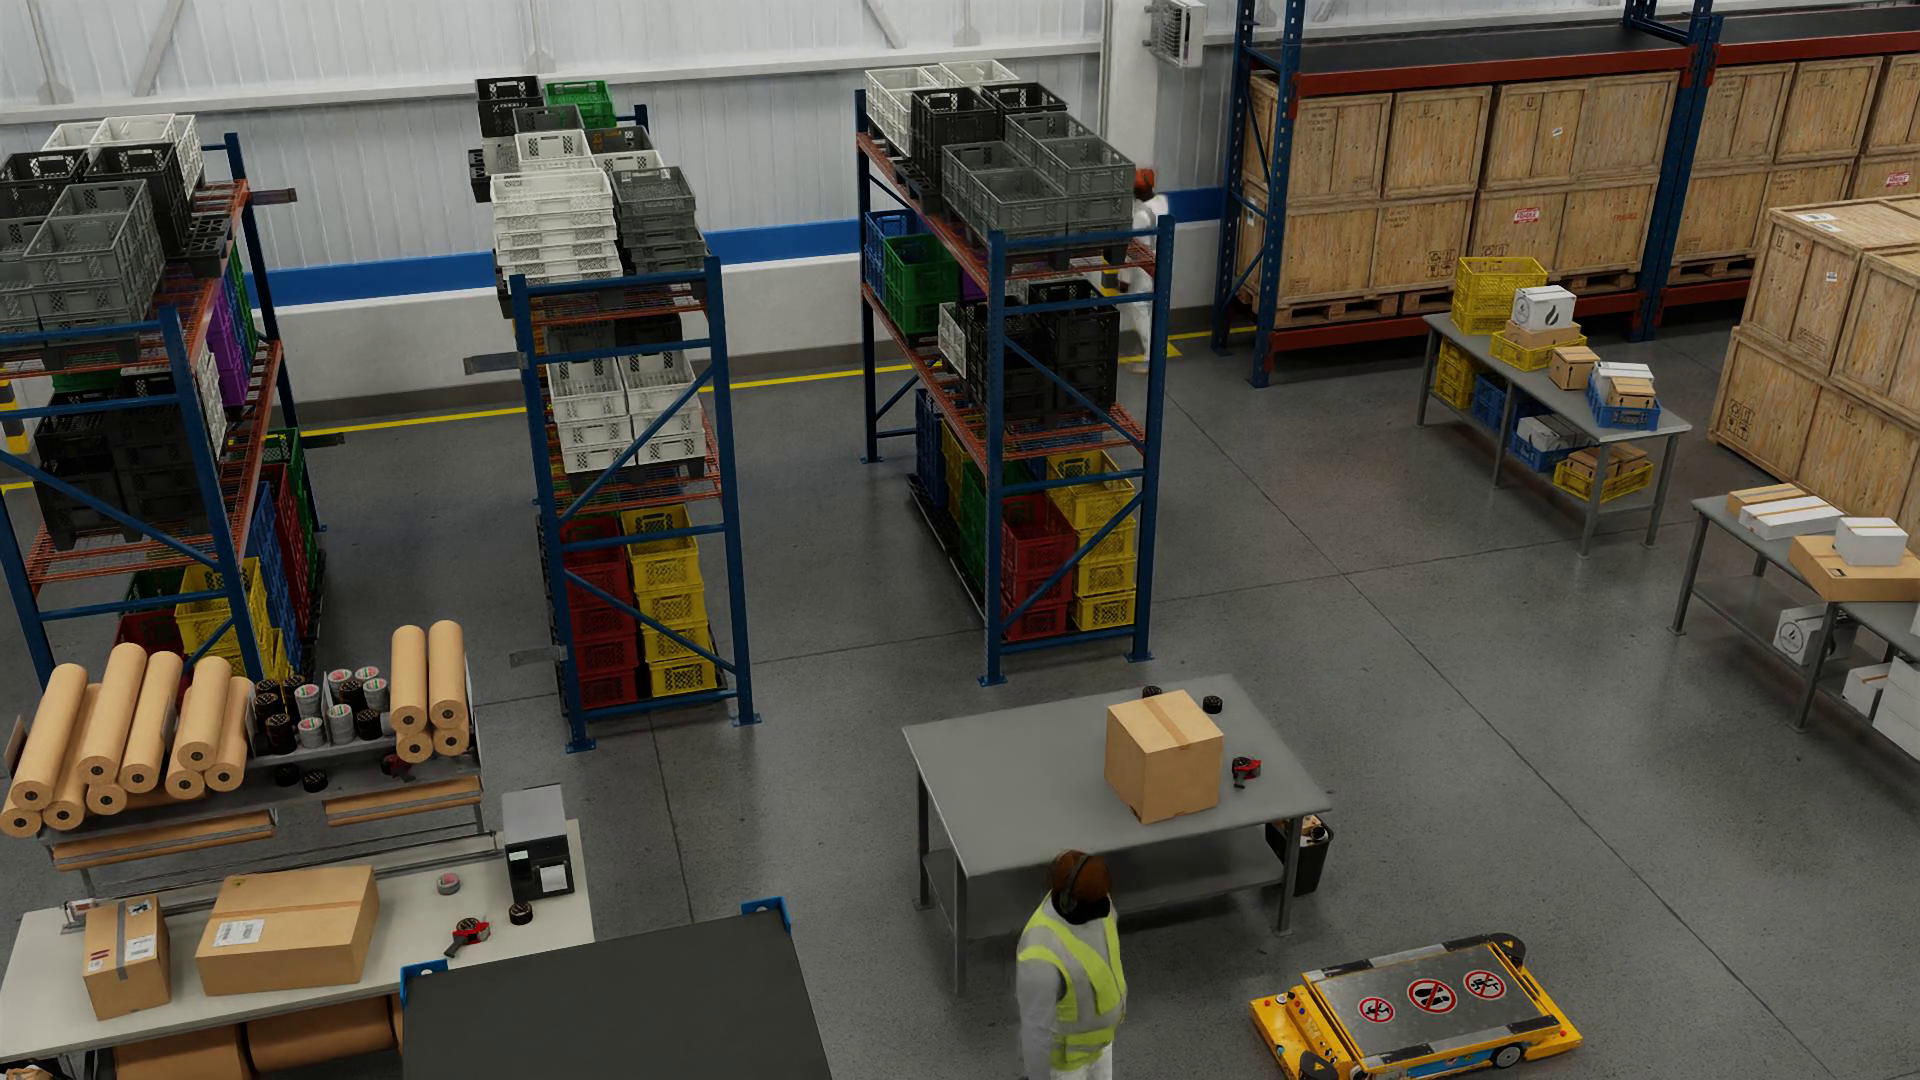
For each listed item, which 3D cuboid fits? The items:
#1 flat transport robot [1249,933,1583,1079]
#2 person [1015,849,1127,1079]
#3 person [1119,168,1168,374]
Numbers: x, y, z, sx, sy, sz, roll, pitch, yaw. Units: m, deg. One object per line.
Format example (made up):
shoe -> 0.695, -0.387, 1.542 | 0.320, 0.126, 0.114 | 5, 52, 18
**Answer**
flat transport robot -> 2.184, 2.282, 7.980 | 1.431, 0.197, 0.652 | -8, 30, -14
person -> 0.444, 2.013, 6.869 | 0.675, 1.828, 0.635 | 13, 32, 23
person -> 1.717, -2.428, 14.930 | 0.415, 1.862, 0.647 | 15, 32, 25
